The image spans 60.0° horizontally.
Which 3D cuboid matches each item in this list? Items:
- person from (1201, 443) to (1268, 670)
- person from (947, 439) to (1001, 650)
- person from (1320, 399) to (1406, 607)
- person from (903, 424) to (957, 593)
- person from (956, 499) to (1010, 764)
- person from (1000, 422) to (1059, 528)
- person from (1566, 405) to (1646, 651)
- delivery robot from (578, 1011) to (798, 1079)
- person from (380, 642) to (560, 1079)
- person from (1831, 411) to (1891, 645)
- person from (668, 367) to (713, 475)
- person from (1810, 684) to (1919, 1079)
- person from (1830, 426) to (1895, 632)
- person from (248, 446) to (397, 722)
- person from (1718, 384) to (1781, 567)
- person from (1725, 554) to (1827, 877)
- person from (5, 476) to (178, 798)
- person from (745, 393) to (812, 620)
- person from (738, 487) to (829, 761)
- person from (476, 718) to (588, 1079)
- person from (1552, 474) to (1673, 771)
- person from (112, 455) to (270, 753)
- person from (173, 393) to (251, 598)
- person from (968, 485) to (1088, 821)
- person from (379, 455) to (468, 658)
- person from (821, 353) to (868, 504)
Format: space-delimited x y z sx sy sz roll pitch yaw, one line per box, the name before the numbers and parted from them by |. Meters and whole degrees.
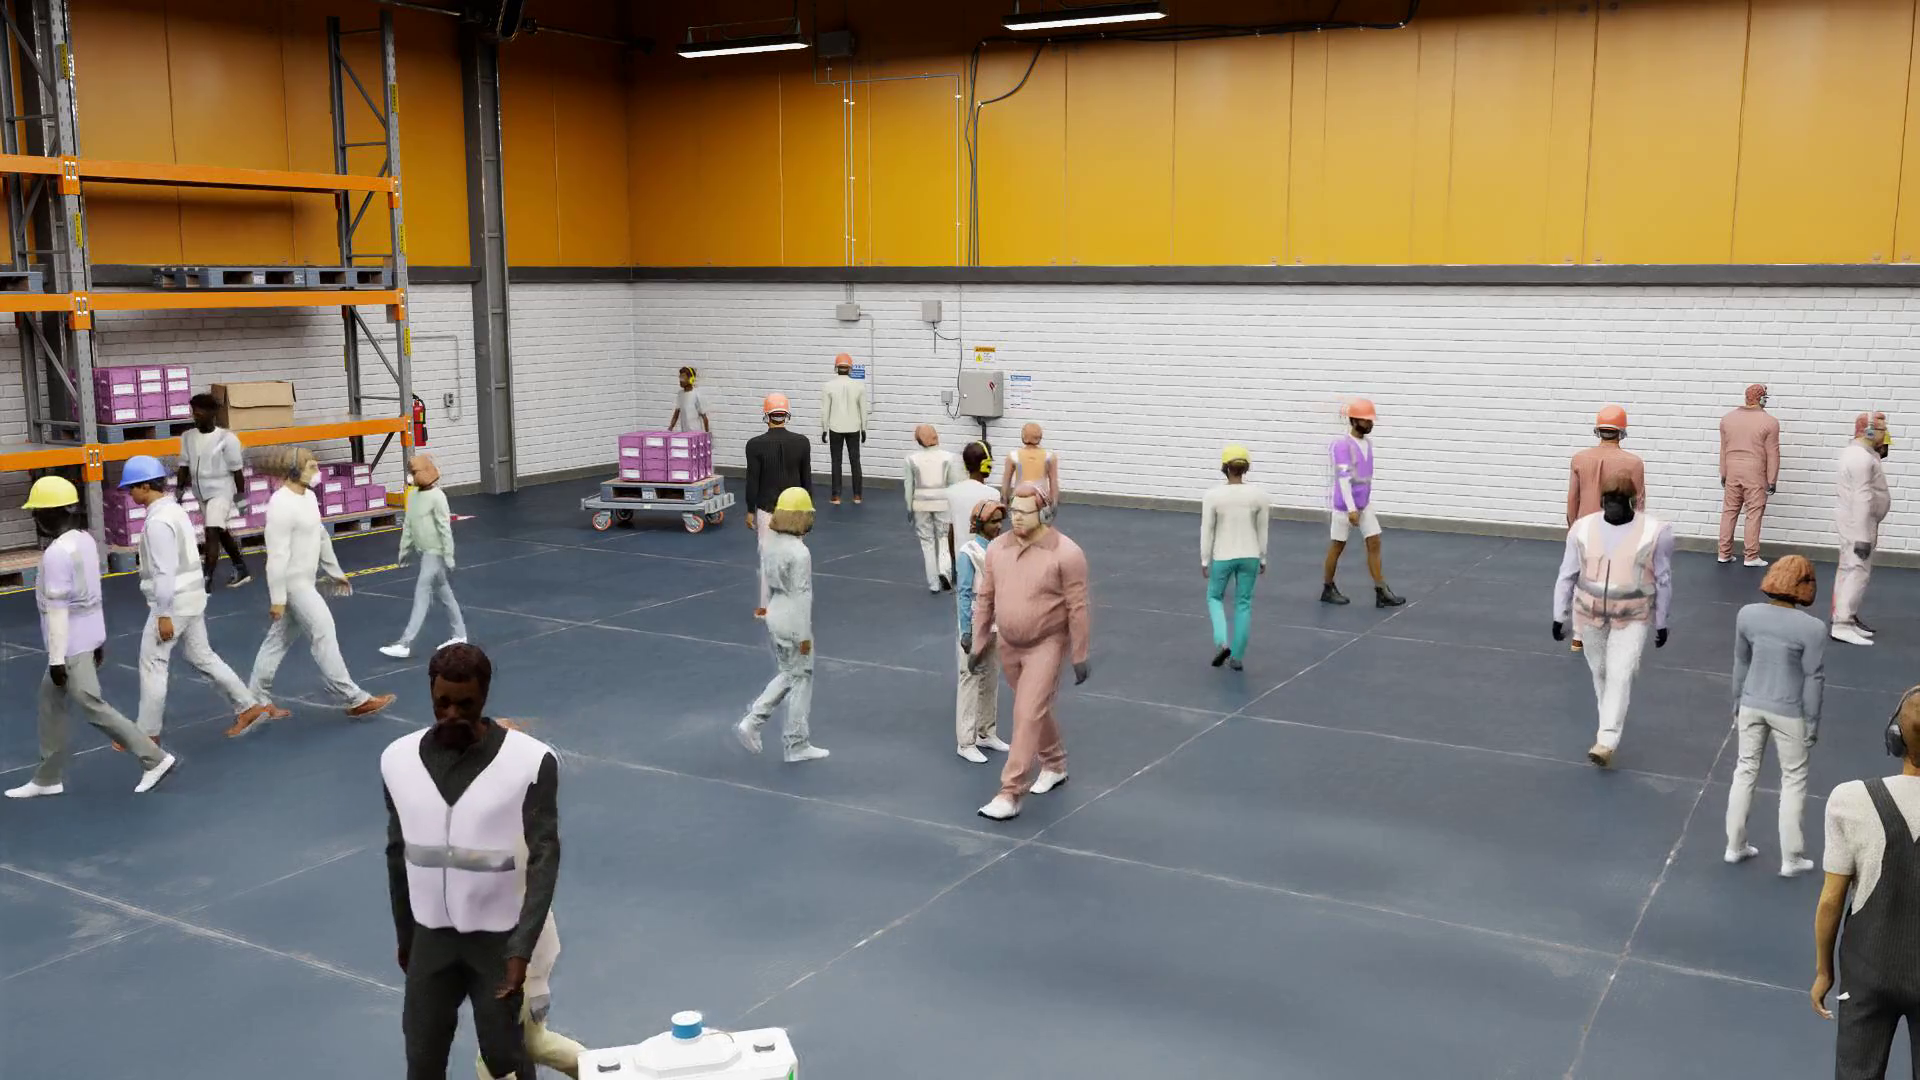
person | 2.091 0.136 12.690 0.531 1.753 0.395 0 9 -3
person | 0.142 0.215 11.838 0.548 1.859 0.385 8 12 41
person | 3.651 -0.314 15.018 0.556 1.899 0.910 -8 12 -40
person | -0.270 -0.290 15.703 0.529 1.616 0.398 -1 9 -4
person | 0.153 0.557 10.399 0.309 1.636 0.522 6 11 33
person | 0.658 -0.319 15.902 0.537 1.612 0.624 -1 9 -8
person | 5.136 -0.075 13.224 0.621 1.997 0.372 9 13 44
delivery robot | -0.908 1.824 5.568 0.707 0.478 0.477 -3 9 -16
person | -1.551 1.243 5.330 0.607 1.890 0.642 1 9 6
person | 7.419 -0.106 13.700 0.407 1.908 0.647 4 10 23
person | -3.535 -1.393 22.035 0.998 1.822 0.503 -8 12 -40
person | 2.817 1.327 4.942 0.516 1.845 0.332 6 11 35
person | 7.696 -0.101 14.146 0.349 1.759 0.522 2 9 10
person | -4.385 0.311 11.176 1.045 1.884 0.650 -2 9 -10
person | 8.191 -0.669 17.247 0.402 1.903 0.642 -6 11 -34
person | 4.145 0.876 8.445 0.305 1.623 0.504 -6 11 -32
person | -5.048 0.564 9.583 0.912 1.894 0.593 -2 9 -15
person | -1.592 -0.292 14.586 0.612 1.995 0.382 -5 10 -27
person | -1.088 0.531 10.279 0.469 1.723 0.502 -7 11 -36
person | -1.391 1.363 5.474 0.700 1.602 0.519 -4 10 -24
person | 3.988 0.497 10.269 0.658 1.791 0.954 7 11 37
person | -4.941 0.395 10.626 0.882 1.911 0.617 -2 9 -12
person | -7.093 -0.440 15.782 0.611 1.919 0.995 3 10 20
person | 0.364 0.608 9.404 0.668 1.851 0.989 7 11 37
person | -4.296 0.131 13.176 0.840 1.588 0.517 -9 12 -43
person | -1.525 -1.468 21.924 0.622 1.992 0.396 -2 9 -15
